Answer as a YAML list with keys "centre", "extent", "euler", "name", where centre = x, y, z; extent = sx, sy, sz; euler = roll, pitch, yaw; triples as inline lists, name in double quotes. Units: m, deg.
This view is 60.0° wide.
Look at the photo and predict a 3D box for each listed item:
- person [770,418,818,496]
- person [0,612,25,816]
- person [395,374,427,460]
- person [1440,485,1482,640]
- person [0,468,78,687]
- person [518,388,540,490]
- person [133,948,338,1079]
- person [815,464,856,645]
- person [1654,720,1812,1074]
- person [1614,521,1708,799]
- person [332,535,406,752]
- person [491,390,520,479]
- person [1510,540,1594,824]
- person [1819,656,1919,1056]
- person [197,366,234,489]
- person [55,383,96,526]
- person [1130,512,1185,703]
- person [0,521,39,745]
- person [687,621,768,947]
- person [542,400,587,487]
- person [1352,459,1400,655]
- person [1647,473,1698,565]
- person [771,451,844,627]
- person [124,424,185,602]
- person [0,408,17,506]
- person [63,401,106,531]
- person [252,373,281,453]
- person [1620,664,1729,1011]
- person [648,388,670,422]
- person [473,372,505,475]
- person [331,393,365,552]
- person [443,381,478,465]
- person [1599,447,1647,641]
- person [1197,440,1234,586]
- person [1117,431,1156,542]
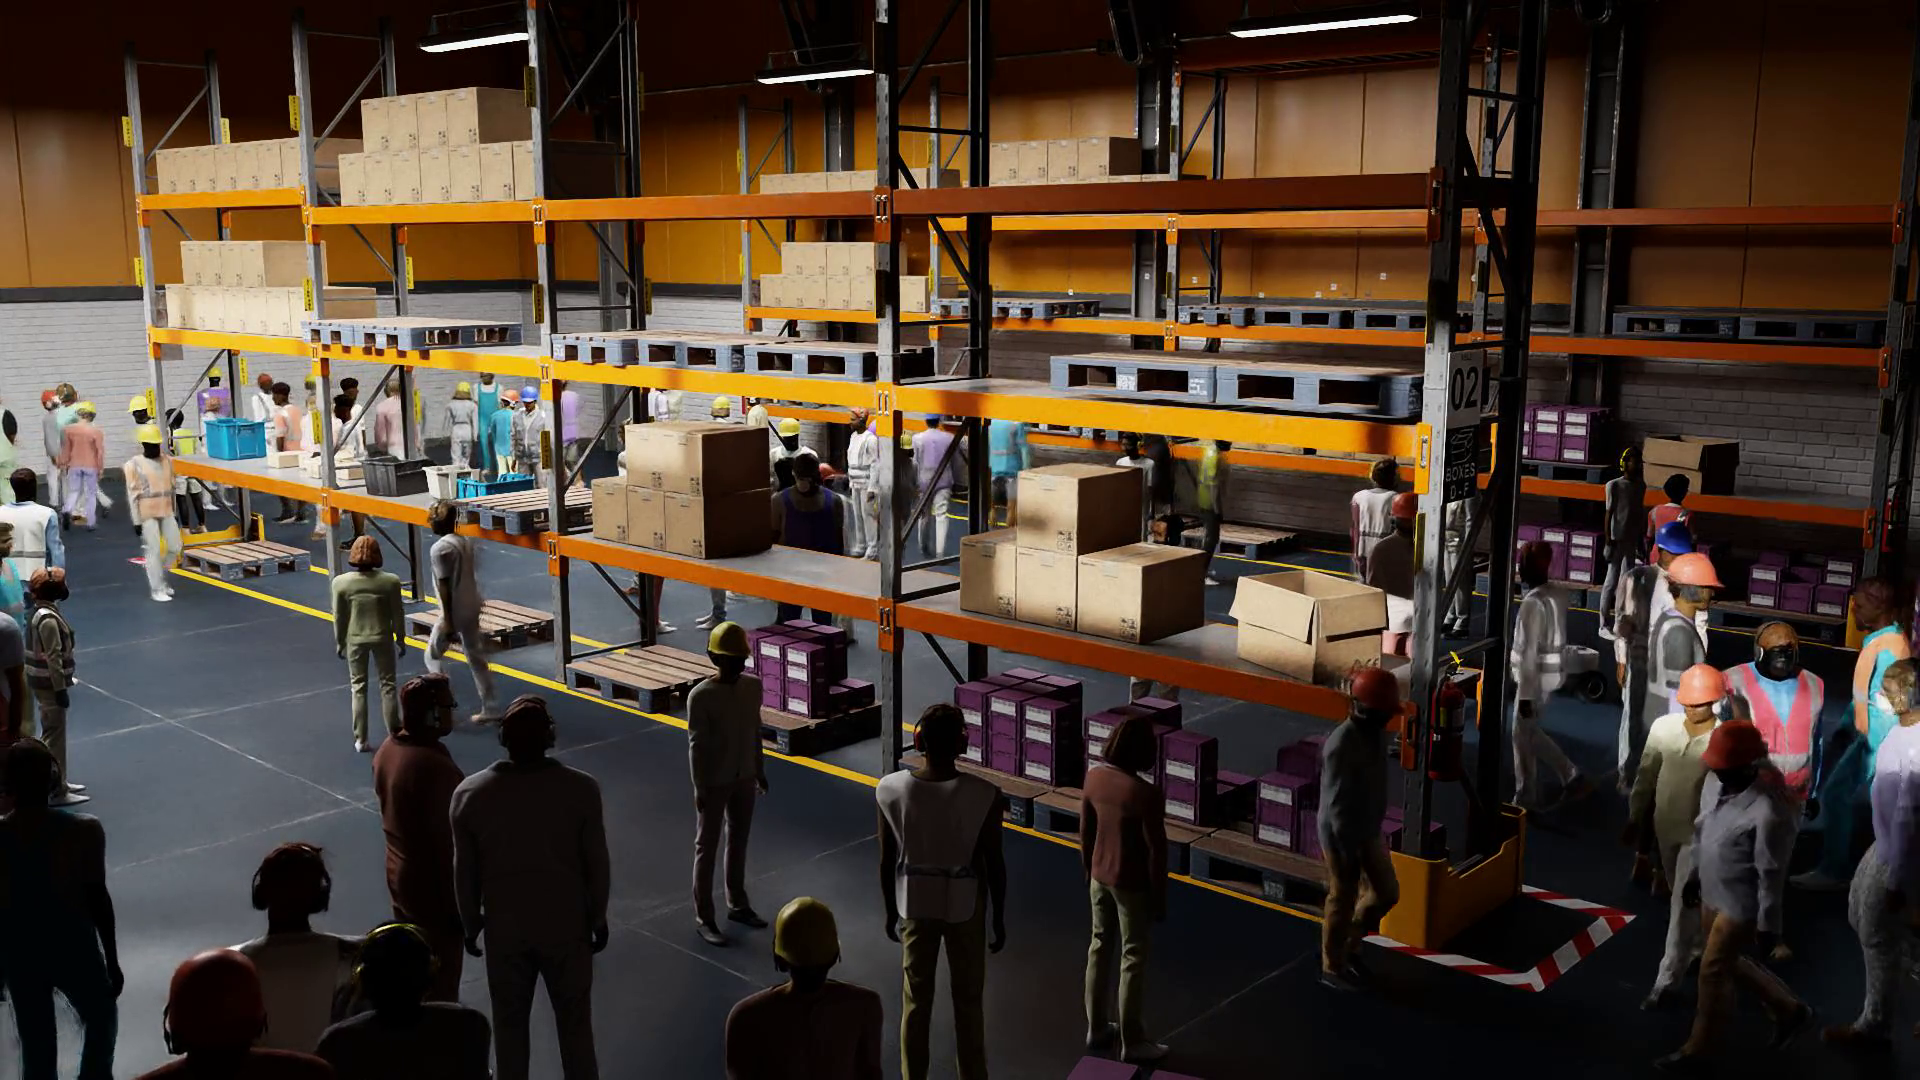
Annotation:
- centre: [-1.834, -0.389, 18.242]
  extent: [0.588, 1.918, 0.397]
  euler: [3, 10, 15]
  name: "person"
- centre: [-5.758, 1.081, 9.582]
  extent: [0.673, 2.000, 0.536]
  euler: [-4, 11, -21]
  name: "person"
- centre: [-8.350, -1.561, 25.022]
  extent: [0.668, 1.859, 0.948]
  euler: [-10, 14, -43]
  name: "person"
- centre: [4.784, 0.045, 16.025]
  extent: [0.404, 1.830, 0.601]
  euler: [0, 10, -1]
  name: "person"
- centre: [-7.871, 0.344, 14.092]
  extent: [0.591, 1.919, 0.392]
  euler: [0, 10, -1]
  name: "person"
- centre: [-6.525, -1.486, 25.225]
  extent: [0.308, 1.641, 0.514]
  euler: [3, 10, 17]
  name: "person"
- centre: [-1.935, 2.021, 4.463]
  extent: [0.631, 1.981, 0.433]
  euler: [-4, 11, -23]
  name: "person"
- centre: [-1.215, 0.140, 15.866]
  extent: [0.611, 1.712, 0.572]
  euler: [5, 11, 24]
  name: "person"
- centre: [3.569, 1.611, 7.519]
  extent: [0.674, 1.707, 0.594]
  euler: [0, 10, 0]
  name: "person"
- centre: [4.774, 0.823, 11.337]
  extent: [0.604, 1.939, 0.416]
  euler: [1, 10, 6]
  name: "person"
- centre: [-4.412, 0.776, 12.455]
  extent: [0.506, 1.632, 0.268]
  euler: [-2, 10, -12]
  name: "person"
- centre: [-6.424, -1.280, 23.791]
  extent: [0.576, 1.737, 0.355]
  euler: [5, 11, 27]
  name: "person"
- centre: [3.832, 0.937, 10.867]
  extent: [0.524, 1.871, 0.651]
  euler: [7, 12, 36]
  name: "person"
- centre: [4.384, 1.476, 7.680]
  extent: [0.520, 1.920, 0.641]
  euler: [5, 11, 28]
  name: "person"
- centre: [-11.530, -1.731, 25.837]
  extent: [0.390, 1.922, 0.588]
  euler: [9, 14, 42]
  name: "person"
- centre: [-12.020, -1.165, 22.574]
  extent: [0.629, 1.937, 0.379]
  euler: [8, 13, 39]
  name: "person"
- centre: [1.499, 0.701, 12.338]
  extent: [0.633, 1.831, 0.429]
  euler: [10, 14, 44]
  name: "person"
- centre: [-6.875, 0.762, 11.983]
  extent: [0.477, 1.829, 0.616]
  euler: [-1, 10, -4]
  name: "person"
- centre: [-1.253, 1.305, 9.085]
  extent: [0.328, 1.769, 0.526]
  euler: [9, 13, 40]
  name: "person"
- centre: [-6.228, -1.668, 25.716]
  extent: [0.996, 1.826, 0.580]
  euler: [4, 11, 23]
  name: "person"
- centre: [3.837, 0.179, 15.226]
  extent: [0.563, 1.847, 0.388]
  euler: [9, 13, 41]
  name: "person"
- centre: [6.578, 0.230, 15.354]
  extent: [0.318, 1.700, 0.535]
  euler: [-5, 11, -26]
  name: "person"
- centre: [-1.306, 0.236, 14.359]
  extent: [0.684, 2.000, 0.535]
  euler: [-3, 10, -15]
  name: "person"
- centre: [-8.536, -0.285, 17.663]
  extent: [0.409, 1.910, 0.602]
  euler: [5, 11, 26]
  name: "person"
- centre: [-12.674, -1.053, 21.647]
  extent: [0.793, 2.000, 0.701]
  euler: [6, 12, 32]
  name: "person"
- centre: [-11.565, -0.952, 21.930]
  extent: [0.573, 1.729, 0.608]
  euler: [0, 10, 0]
  name: "person"
- centre: [-10.433, -1.608, 25.280]
  extent: [0.402, 1.869, 0.613]
  euler: [4, 11, 23]
  name: "person"
- centre: [3.688, 1.460, 8.419]
  extent: [0.801, 1.728, 0.572]
  euler: [-6, 12, -30]
  name: "person"
- centre: [-4.488, -1.587, 24.972]
  extent: [0.376, 1.933, 0.544]
  euler: [-7, 12, -35]
  name: "person"
- centre: [-7.738, -1.964, 27.434]
  extent: [0.583, 1.825, 0.398]
  euler: [-1, 10, -6]
  name: "person"
- centre: [-7.580, -0.837, 20.640]
  extent: [0.367, 1.963, 0.636]
  euler: [-2, 10, -13]
  name: "person"
- centre: [-7.686, -1.586, 25.614]
  extent: [0.530, 1.702, 0.796]
  euler: [-2, 10, -12]
  name: "person"
- centre: [6.397, 0.034, 15.985]
  extent: [0.507, 1.872, 0.329]
  euler: [-5, 11, -28]
  name: "person"
- centre: [2.833, -0.417, 18.512]
  extent: [0.496, 1.877, 0.644]
  euler: [2, 10, 10]
  name: "person"
- centre: [1.856, -0.252, 17.657]
  extent: [0.526, 1.853, 0.327]
  euler: [8, 13, 39]
  name: "person"
